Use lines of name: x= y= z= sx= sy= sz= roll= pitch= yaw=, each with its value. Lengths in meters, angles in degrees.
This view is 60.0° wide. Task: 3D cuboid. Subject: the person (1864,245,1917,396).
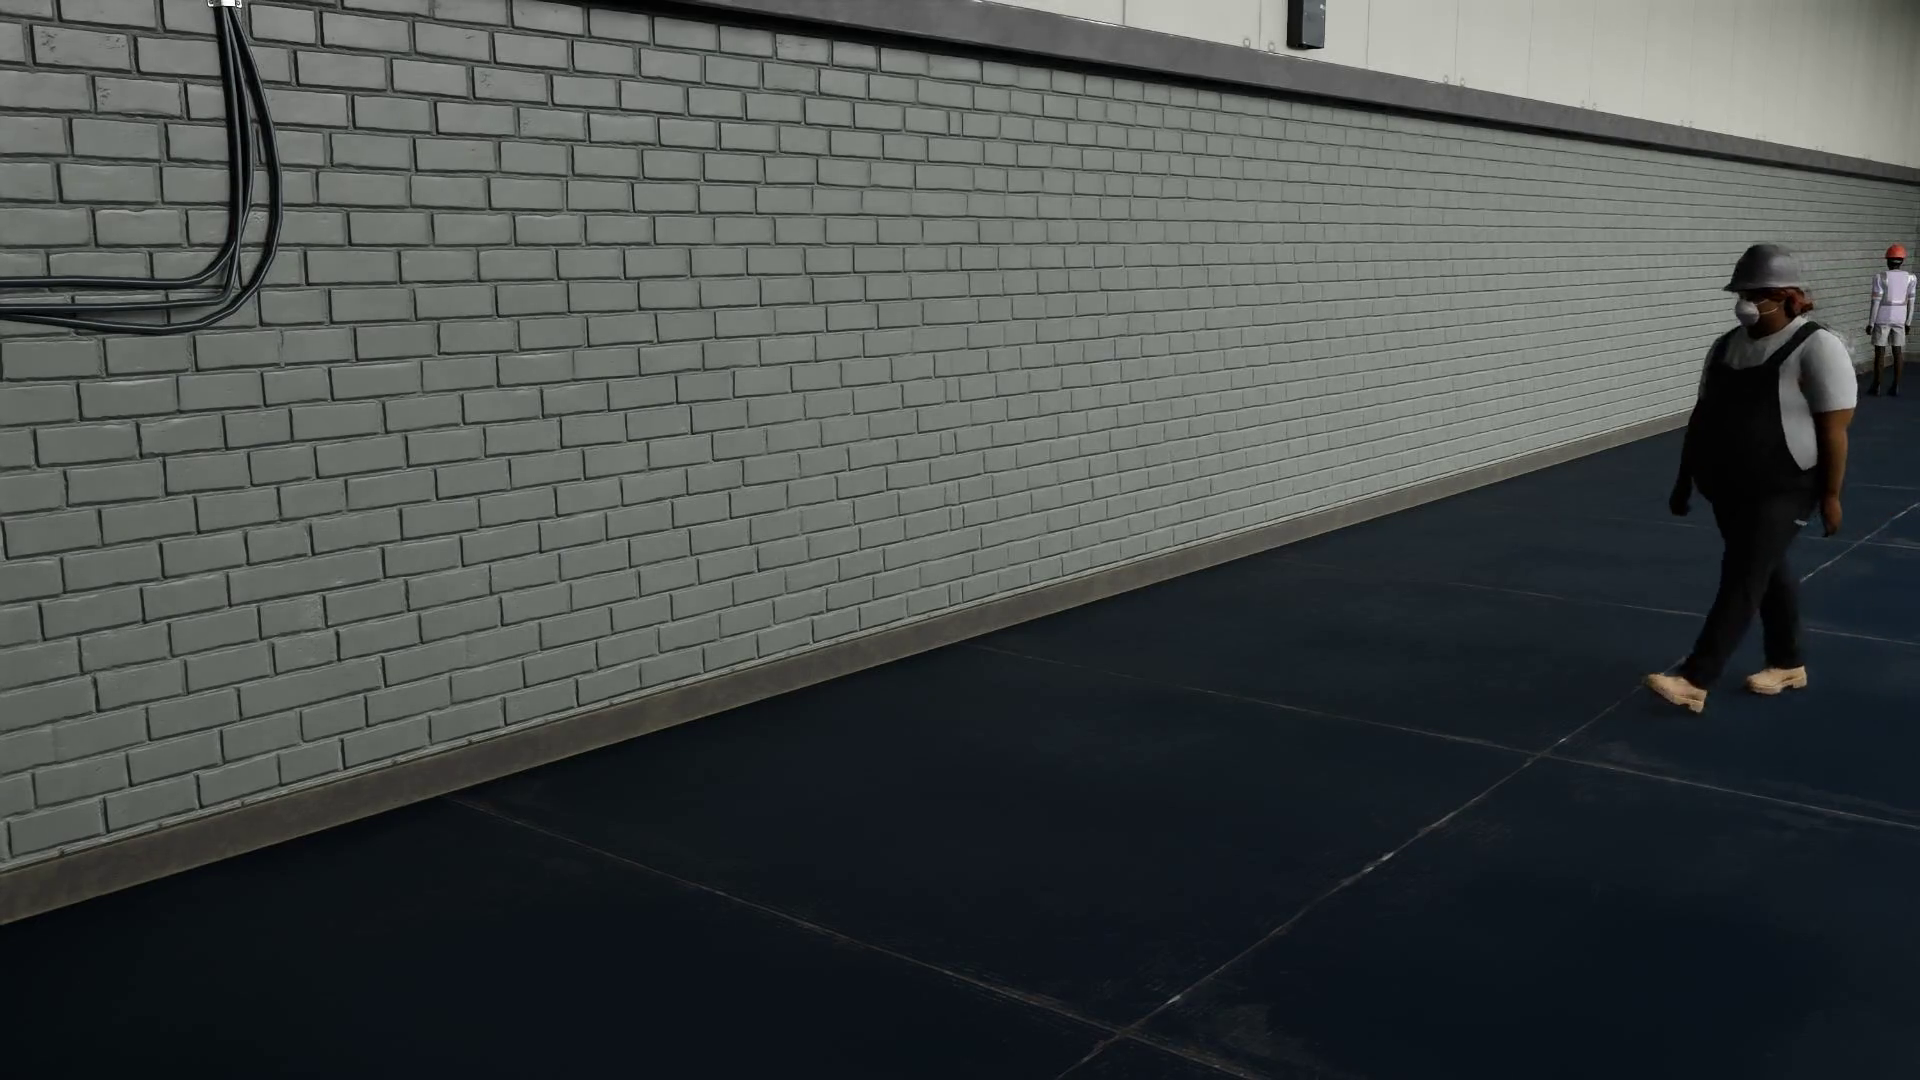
person: x=12.065 y=-2.852 z=21.600 sx=0.553 sy=1.935 sz=0.362 roll=1 pitch=10 yaw=3

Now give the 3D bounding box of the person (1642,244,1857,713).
person: x=3.383 y=-0.275 z=7.153 sx=1.031 sy=2.000 sz=0.698 roll=-3 pitch=11 yaw=-16
